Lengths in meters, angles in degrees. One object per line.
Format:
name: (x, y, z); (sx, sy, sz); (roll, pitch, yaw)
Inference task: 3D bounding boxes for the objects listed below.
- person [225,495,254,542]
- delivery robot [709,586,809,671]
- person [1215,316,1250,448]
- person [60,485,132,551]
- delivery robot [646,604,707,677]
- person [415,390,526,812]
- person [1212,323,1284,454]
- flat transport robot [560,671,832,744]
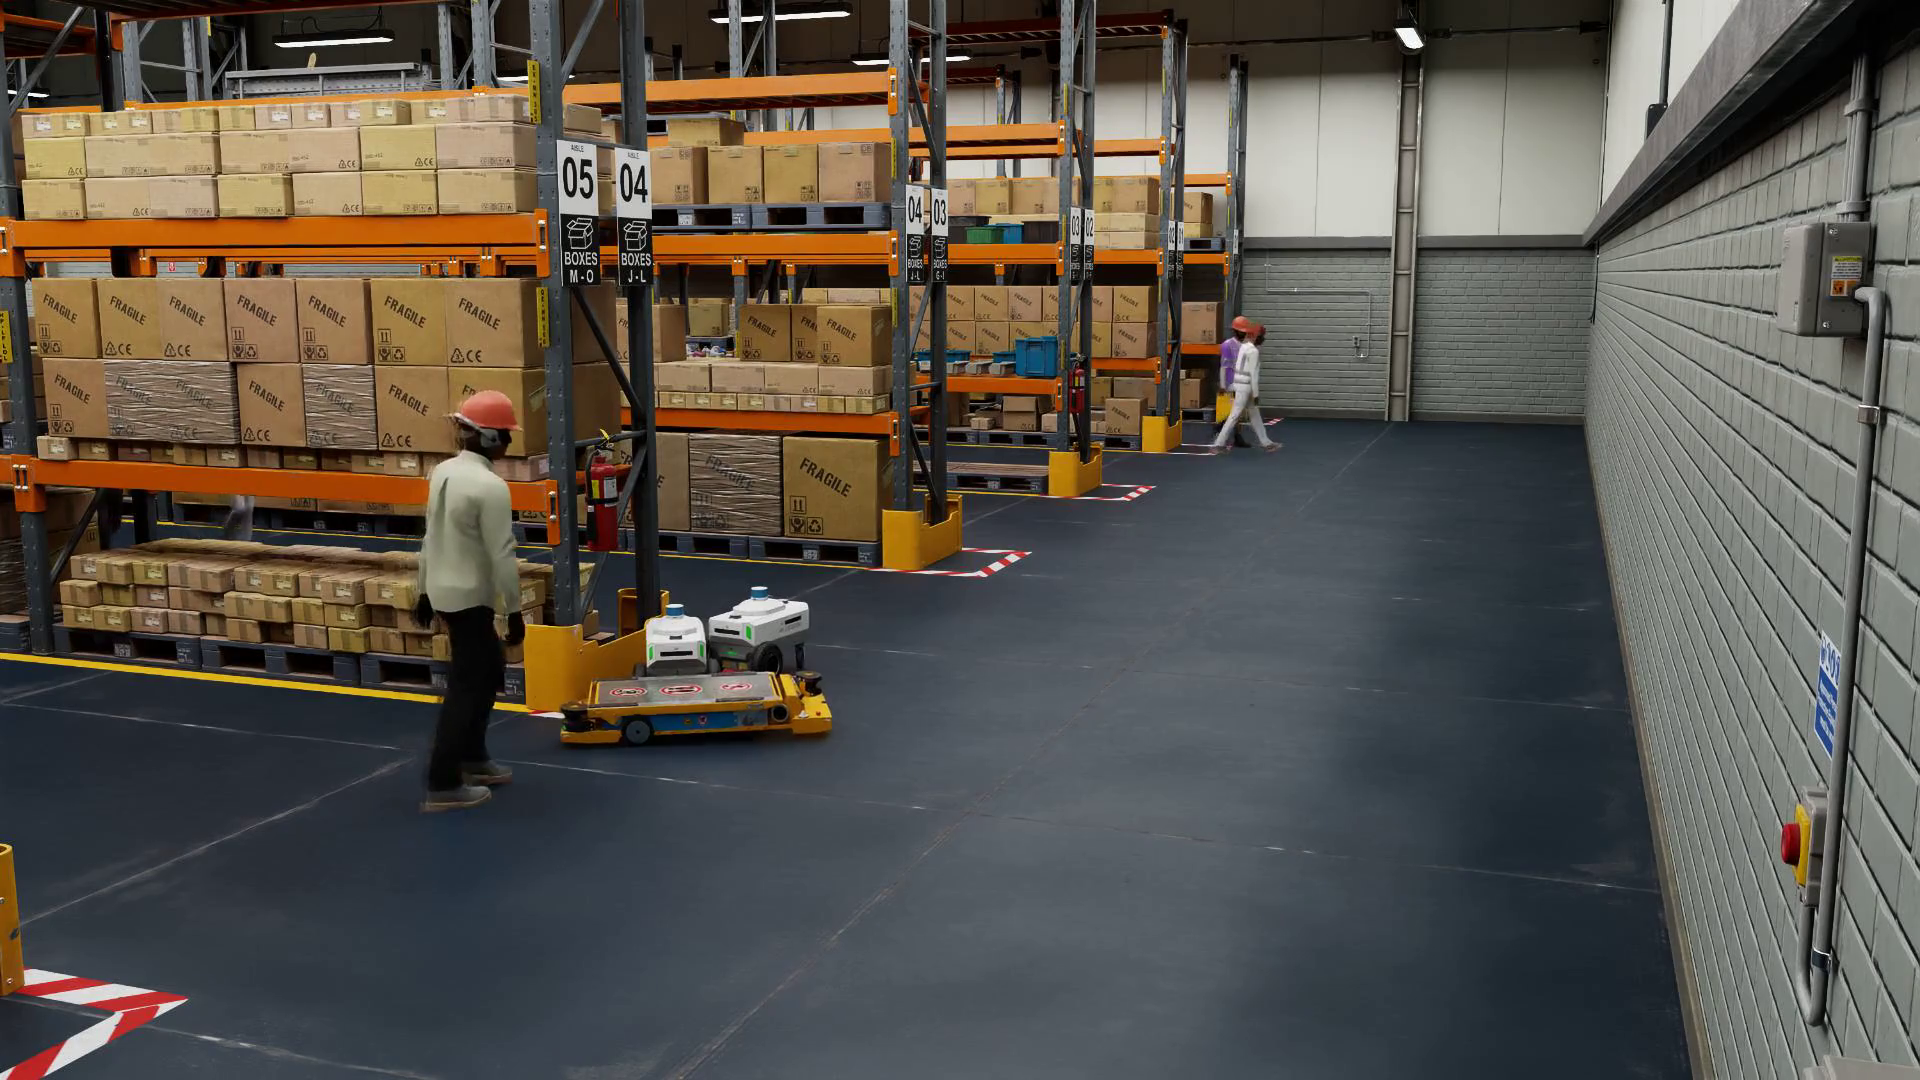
person: (-5.971, -0.630, 13.819); (0.383, 1.855, 0.555); (6, 11, 34)
delivery robot: (-1.242, 0.532, 10.329); (0.477, 0.478, 0.707); (5, 10, 27)
person: (3.940, -2.295, 24.121); (0.571, 1.900, 0.777); (-7, 11, -36)
person: (-6.855, -0.536, 13.182); (0.847, 1.893, 0.596); (7, 11, 36)
delivery robot: (-1.674, 0.620, 9.783); (0.477, 0.478, 0.707); (-2, 9, -11)
person: (-2.322, 0.278, 7.858); (0.636, 1.949, 0.666); (-8, 12, -40)
person: (3.984, -2.090, 23.043); (1.023, 1.824, 0.624); (0, 9, -1)
flat transport robot: (-1.451, 0.909, 9.151); (1.431, 0.197, 0.652); (-2, 9, -11)
